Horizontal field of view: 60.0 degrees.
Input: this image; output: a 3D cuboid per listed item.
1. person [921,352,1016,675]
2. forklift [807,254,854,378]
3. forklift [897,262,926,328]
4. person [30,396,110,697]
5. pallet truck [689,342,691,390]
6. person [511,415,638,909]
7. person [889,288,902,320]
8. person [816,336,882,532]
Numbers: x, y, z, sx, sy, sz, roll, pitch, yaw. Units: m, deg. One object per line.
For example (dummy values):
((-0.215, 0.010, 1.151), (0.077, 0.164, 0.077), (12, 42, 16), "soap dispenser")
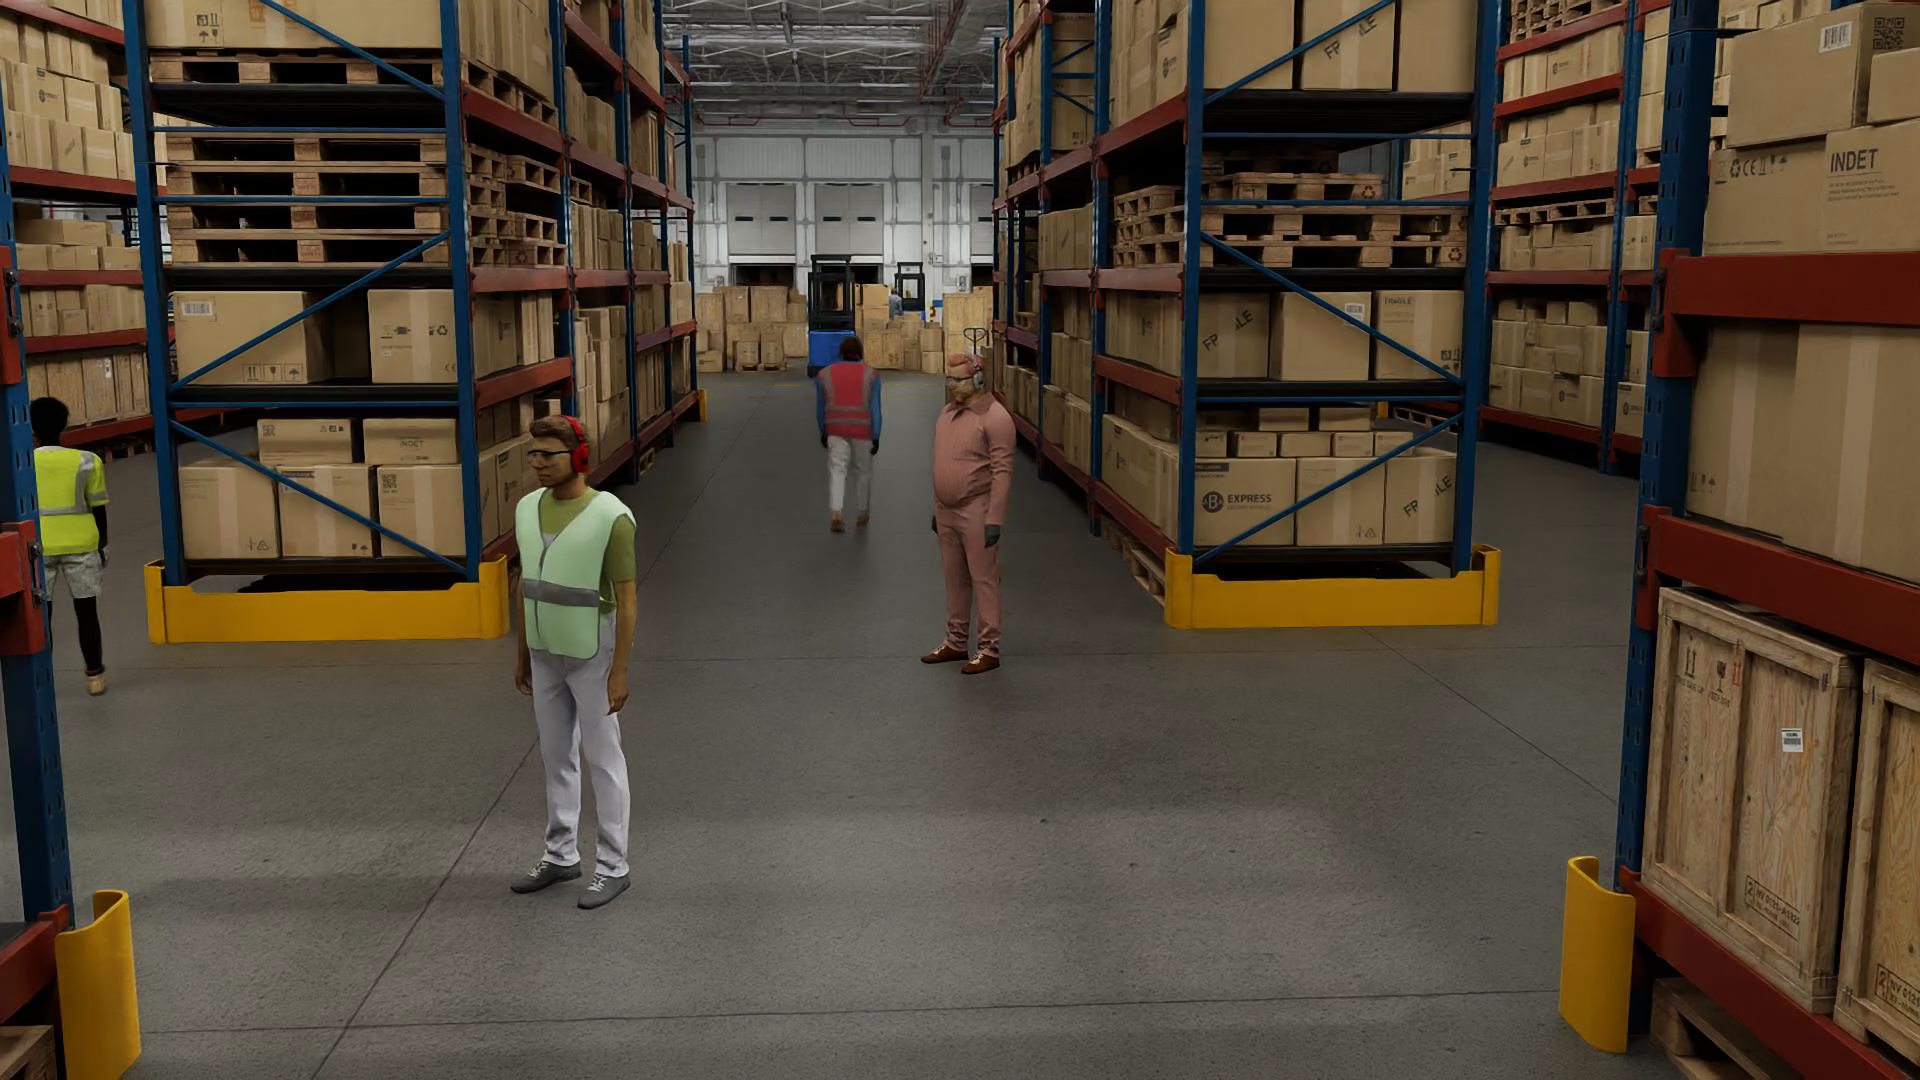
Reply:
((0.035, -0.163, 9.913), (0.410, 1.906, 0.642), (-7, 12, -39), "person")
((-2.942, -5.145, 38.138), (1.129, 2.768, 1.873), (-1, 9, -4), "forklift")
((-1.780, -8.547, 59.499), (1.129, 2.768, 1.873), (-1, 9, -4), "forklift")
((-4.997, 0.053, 9.227), (0.537, 1.692, 0.320), (-5, 10, -29), "person")
((-5.225, -3.008, 27.480), (1.885, 1.965, 0.823), (2, 9, 14), "pallet truck")
((-1.445, 0.445, 6.270), (0.566, 1.846, 0.387), (5, 10, 30), "person")
((-2.306, -7.827, 57.979), (0.636, 1.928, 0.387), (3, 10, 19), "person")
((-1.027, -0.986, 15.397), (0.614, 1.809, 0.904), (0, 9, 1), "person")
